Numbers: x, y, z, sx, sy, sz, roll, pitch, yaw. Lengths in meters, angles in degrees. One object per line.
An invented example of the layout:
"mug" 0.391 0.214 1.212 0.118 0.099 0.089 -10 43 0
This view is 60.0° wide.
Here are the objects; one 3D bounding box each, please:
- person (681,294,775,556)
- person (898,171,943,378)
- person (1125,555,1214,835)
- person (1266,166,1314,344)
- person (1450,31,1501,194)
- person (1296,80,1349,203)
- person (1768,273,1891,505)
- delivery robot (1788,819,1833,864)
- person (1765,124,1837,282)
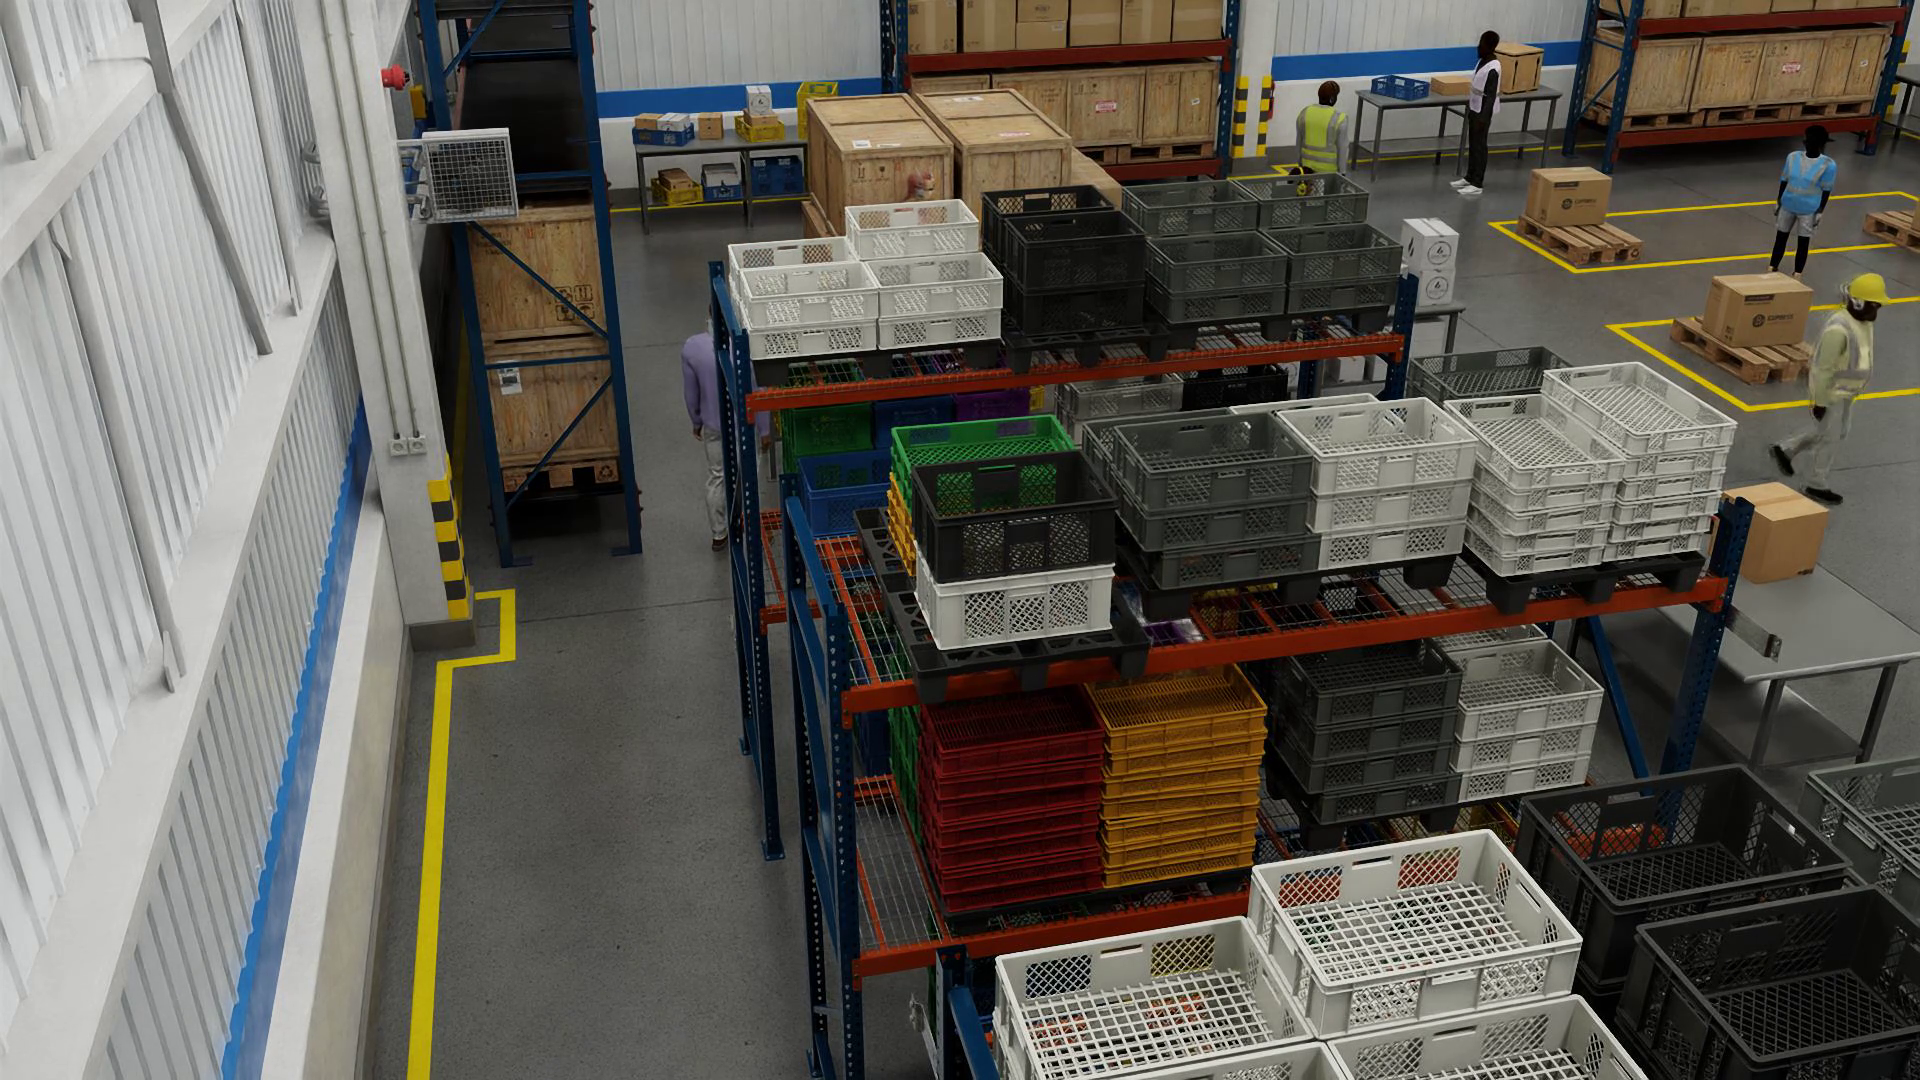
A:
"person" -1.630 -0.811 11.782 0.632 1.936 0.359 9 29 17
"person" -0.347 -2.312 14.676 0.408 1.912 0.645 -2 28 -3
"person" 1.183 0.872 8.688 0.902 1.847 0.595 -11 30 -19
"person" 2.969 -2.422 14.909 0.327 1.874 0.518 -6 28 -11
"person" 6.275 -5.149 20.030 0.391 1.922 0.593 0 28 1
"person" 3.918 -4.039 18.007 0.627 1.844 0.429 23 35 36
"person" 6.592 -1.169 12.587 0.599 1.814 0.541 -24 36 -38
"delivery robot" 4.422 1.699 8.395 0.477 0.478 0.707 5 28 10
"person" 8.532 -3.370 16.890 0.322 1.696 0.536 -20 34 -33
